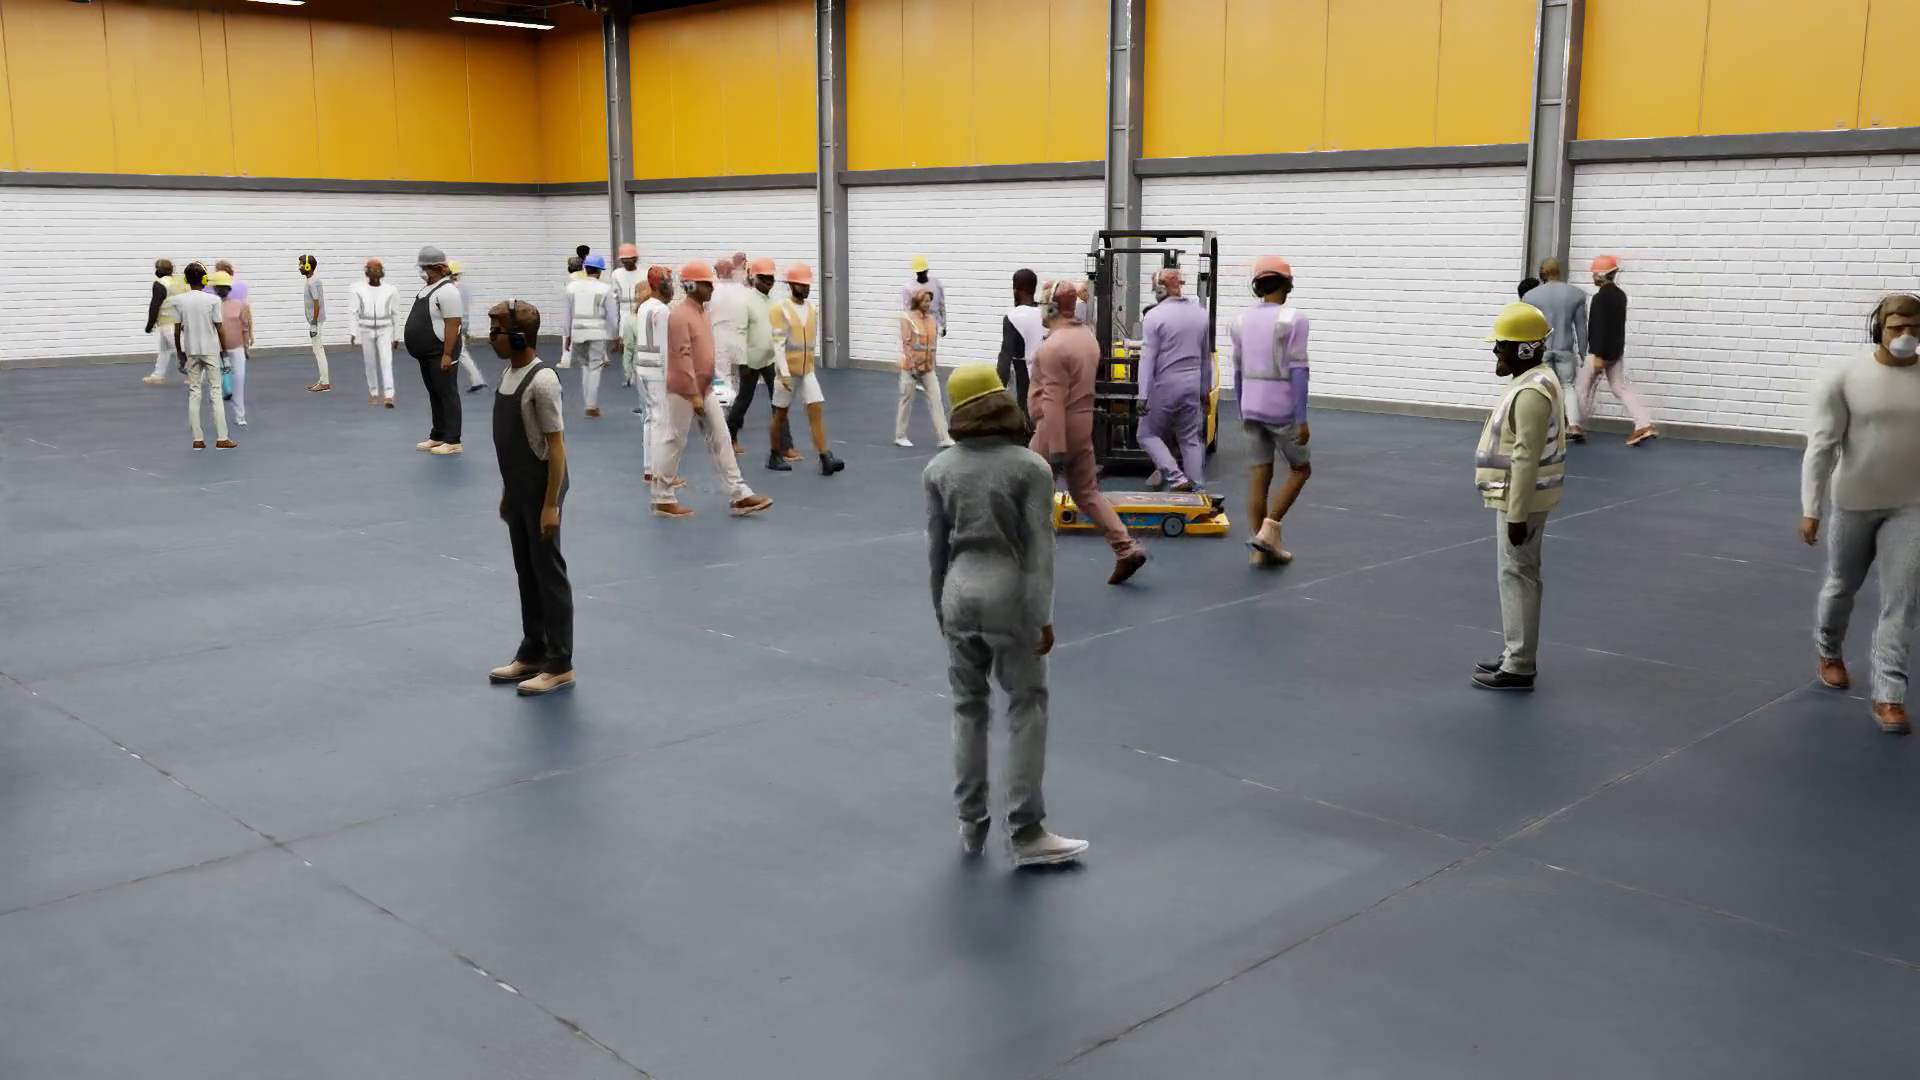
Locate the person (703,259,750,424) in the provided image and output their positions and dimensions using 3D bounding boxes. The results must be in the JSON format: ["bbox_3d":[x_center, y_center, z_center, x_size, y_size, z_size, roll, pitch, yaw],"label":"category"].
[{"bbox_3d":[-2.657,-2.224,18.774,0.636,1.849,0.969,-5,11,-24],"label":"person"}]

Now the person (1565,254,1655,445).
[{"bbox_3d":[6.633,-1.925,16.936,0.624,1.945,1.022,-9,13,-39],"label":"person"}]

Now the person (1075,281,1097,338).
[{"bbox_3d":[1.530,-2.290,19.855,0.867,1.586,0.499,8,13,37],"label":"person"}]

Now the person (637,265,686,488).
[{"bbox_3d":[-2.559,-1.380,14.121,0.345,1.879,0.580,-5,12,-26],"label":"person"}]

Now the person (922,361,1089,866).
[{"bbox_3d":[0.143,0.247,5.722,0.620,1.698,0.433,6,12,28],"label":"person"}]

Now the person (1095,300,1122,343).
[{"bbox_3d":[1.737,-2.441,20.609,0.443,1.625,0.511,10,14,43],"label":"person"}]

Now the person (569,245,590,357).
[{"bbox_3d":[-6.545,-4.165,29.057,0.606,1.966,0.367,6,12,31],"label":"person"}]

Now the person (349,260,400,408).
[{"bbox_3d":[-7.266,-2.557,20.682,0.593,1.833,1.005,-4,11,-19],"label":"person"}]

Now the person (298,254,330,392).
[{"bbox_3d":[-8.856,-2.968,22.799,0.310,1.868,0.533,-3,11,-18],"label":"person"}]

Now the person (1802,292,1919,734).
[{"bbox_3d":[4.114,-0.168,7.478,0.647,1.898,1.011,3,11,15],"label":"person"}]

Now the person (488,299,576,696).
[{"bbox_3d":[-2.008,-0.197,7.763,0.351,1.842,0.507,-8,13,-36],"label":"person"}]

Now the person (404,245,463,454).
[{"bbox_3d":[-5.161,-1.864,16.309,0.538,2.000,0.684,-8,13,-36],"label":"person"}]

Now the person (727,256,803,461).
[{"bbox_3d":[-1.960,-1.744,15.938,1.023,1.948,0.636,10,14,43],"label":"person"}]

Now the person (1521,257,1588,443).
[{"bbox_3d":[6.086,-1.924,17.028,0.705,1.909,0.516,1,10,8],"label":"person"}]

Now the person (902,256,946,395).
[{"bbox_3d":[-0.480,-2.899,22.474,0.602,1.866,0.833,-1,10,-5],"label":"person"}]

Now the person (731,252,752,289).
[{"bbox_3d":[-3.446,-3.576,26.134,0.690,1.892,0.708,7,12,32],"label":"person"}]

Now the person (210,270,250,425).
[{"bbox_3d":[-8.340,-2.182,18.863,0.530,1.744,0.746,-7,13,-35],"label":"person"}]

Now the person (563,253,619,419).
[{"bbox_3d":[-4.271,-2.393,19.525,0.631,1.917,0.740,3,11,15],"label":"person"}]

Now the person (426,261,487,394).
[{"bbox_3d":[-6.793,-2.839,22.340,0.926,1.789,0.600,2,11,9],"label":"person"}]

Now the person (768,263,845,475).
[{"bbox_3d":[-1.430,-1.515,14.828,0.549,1.883,1.006,-9,14,-40],"label":"person"}]

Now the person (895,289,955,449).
[{"bbox_3d":[-0.371,-1.708,16.663,0.516,1.601,0.745,-10,14,-42],"label":"person"}]

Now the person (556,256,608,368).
[{"bbox_3d":[-6.061,-3.635,26.622,0.922,1.809,0.634,5,12,26],"label":"person"}]

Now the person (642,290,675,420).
[{"bbox_3d":[-3.240,-1.970,18.023,0.529,1.618,0.617,-6,12,-29],"label":"person"}]

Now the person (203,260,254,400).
[{"bbox_3d":[-9.555,-2.737,21.712,0.586,1.847,0.686,-6,12,-28],"label":"person"}]

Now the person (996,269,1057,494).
[{"bbox_3d":[0.504,-1.161,12.936,0.838,1.862,0.632,8,13,37],"label":"person"}]

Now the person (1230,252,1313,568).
[{"bbox_3d":[2.016,-0.820,10.674,0.441,2.018,0.653,-8,13,-38],"label":"person"}]

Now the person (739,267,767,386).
[{"bbox_3d":[-2.965,-3.032,23.640,0.626,1.677,0.552,8,13,38],"label":"person"}]

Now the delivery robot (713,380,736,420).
[{"bbox_3d":[-2.629,-1.512,18.186,0.477,0.478,0.707,-1,10,-6],"label":"delivery robot"}]

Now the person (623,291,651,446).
[{"bbox_3d":[-3.053,-1.664,16.444,0.507,1.585,0.849,-6,12,-28],"label":"person"}]

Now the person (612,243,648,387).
[{"bbox_3d":[-4.545,-3.112,23.171,0.638,2.010,0.594,0,10,2],"label":"person"}]

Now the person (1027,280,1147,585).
[{"bbox_3d":[0.674,-0.644,10.134,0.937,1.876,0.648,6,12,30],"label":"person"}]

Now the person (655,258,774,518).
[{"bbox_3d":[-1.893,-1.115,12.470,0.979,1.950,0.621,4,11,19],"label":"person"}]

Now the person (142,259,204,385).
[{"bbox_3d":[-11.300,-3.110,23.782,0.956,1.802,0.633,0,10,1],"label":"person"}]

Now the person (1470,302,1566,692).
[{"bbox_3d":[2.621,-0.197,7.821,0.403,1.825,0.595,4,11,21],"label":"person"}]

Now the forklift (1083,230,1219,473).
[{"bbox_3d":[1.804,-1.825,15.677,1.214,2.155,2.313,2,11,13],"label":"forklift"}]

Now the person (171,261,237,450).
[{"bbox_3d":[-7.547,-1.828,16.576,0.521,1.874,0.328,-1,10,-4],"label":"person"}]

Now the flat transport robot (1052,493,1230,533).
[{"bbox_3d":[1.221,-0.208,12.110,1.431,0.197,0.652,1,10,5],"label":"flat transport robot"}]

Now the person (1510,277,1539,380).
[{"bbox_3d":[5.950,-1.920,17.557,0.331,1.700,0.543,2,11,13],"label":"person"}]

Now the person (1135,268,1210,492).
[{"bbox_3d":[1.629,-1.138,12.796,0.762,1.875,0.464,-8,13,-37],"label":"person"}]

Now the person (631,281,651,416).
[{"bbox_3d":[-3.645,-2.193,19.273,0.775,1.596,0.514,5,11,23],"label":"person"}]
